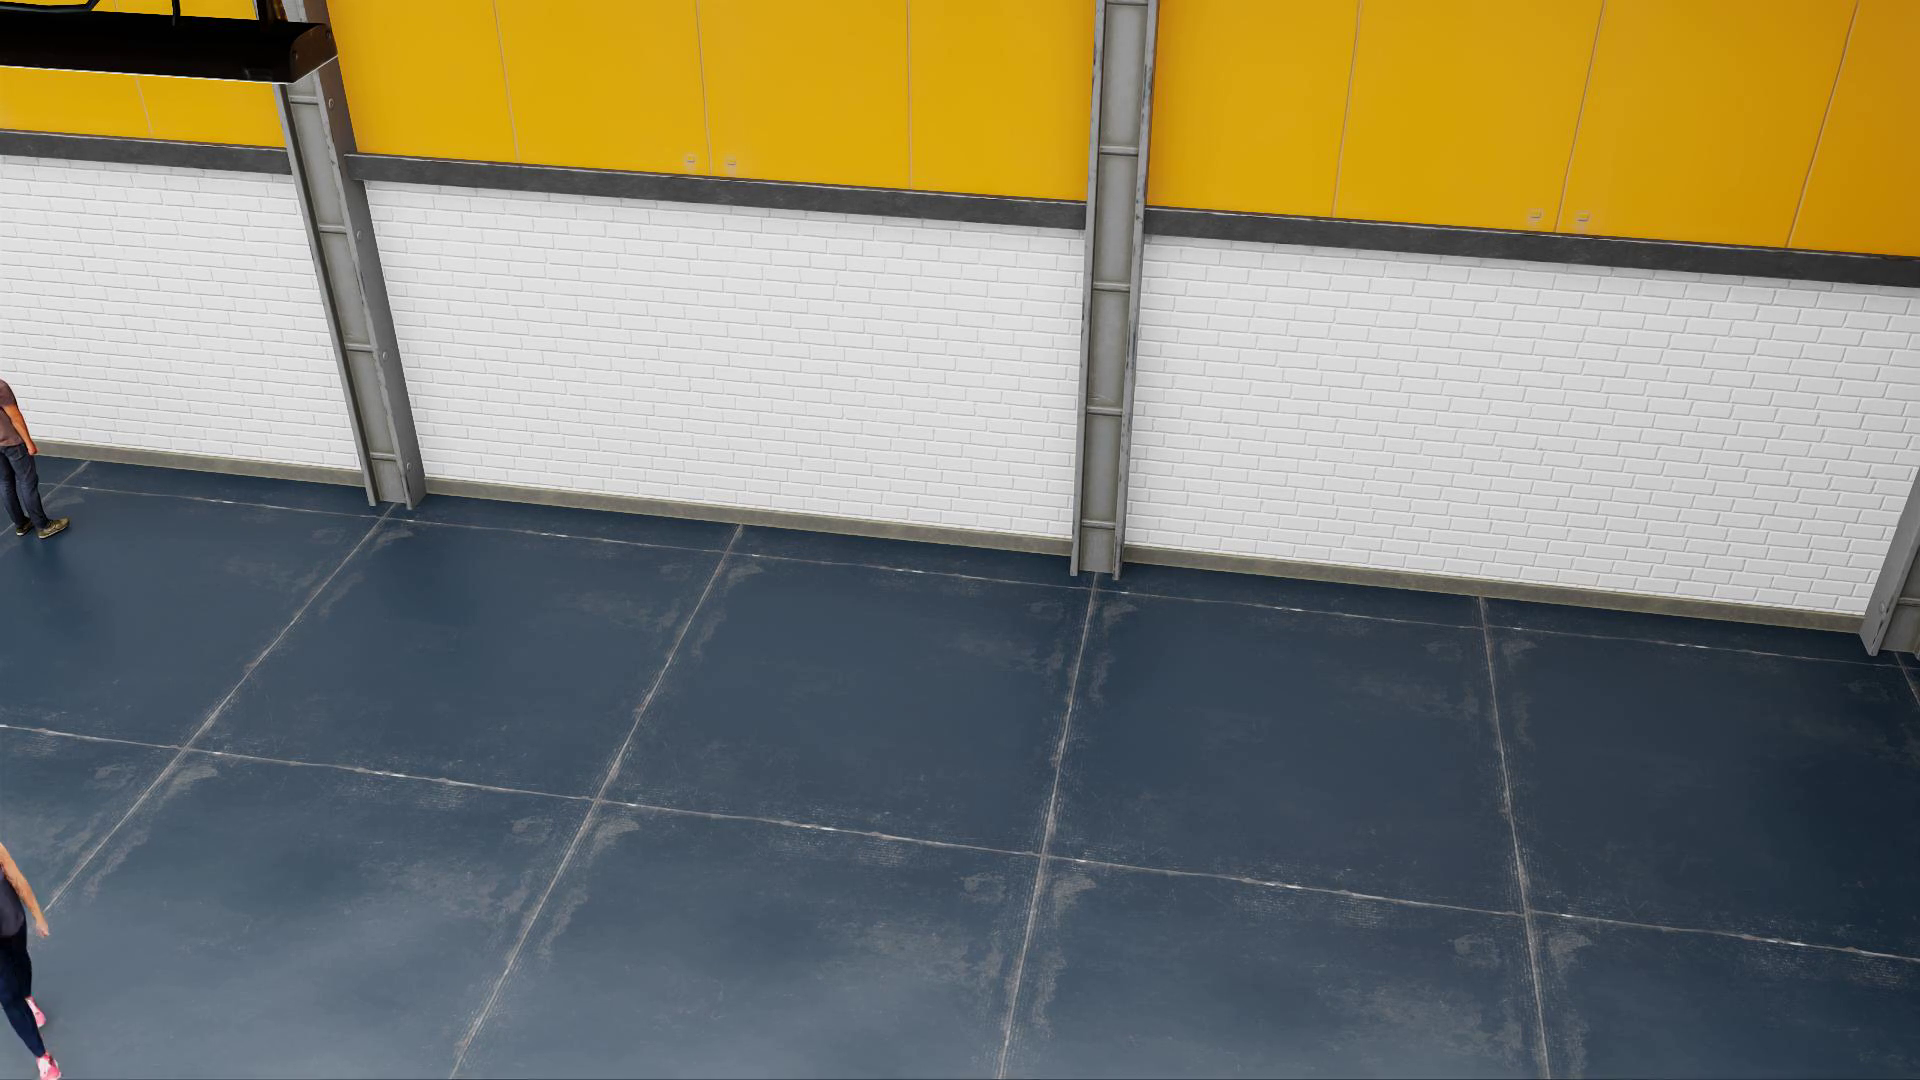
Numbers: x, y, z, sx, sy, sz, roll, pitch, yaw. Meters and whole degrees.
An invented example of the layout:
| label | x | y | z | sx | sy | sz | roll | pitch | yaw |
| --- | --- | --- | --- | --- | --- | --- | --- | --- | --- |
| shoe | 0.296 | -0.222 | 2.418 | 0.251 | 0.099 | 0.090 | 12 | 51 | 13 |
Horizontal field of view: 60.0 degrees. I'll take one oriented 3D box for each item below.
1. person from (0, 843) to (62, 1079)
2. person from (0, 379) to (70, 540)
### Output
| label | x | y | z | sx | sy | sz | roll | pitch | yaw |
| --- | --- | --- | --- | --- | --- | --- | --- | --- | --- |
| person | -5.275 | 2.075 | 9.050 | 0.967 | 1.692 | 1.119 | -28 | 43 | -36 |
| person | -7.658 | -0.812 | 13.315 | 0.519 | 1.779 | 0.707 | 10 | 35 | 15 |
